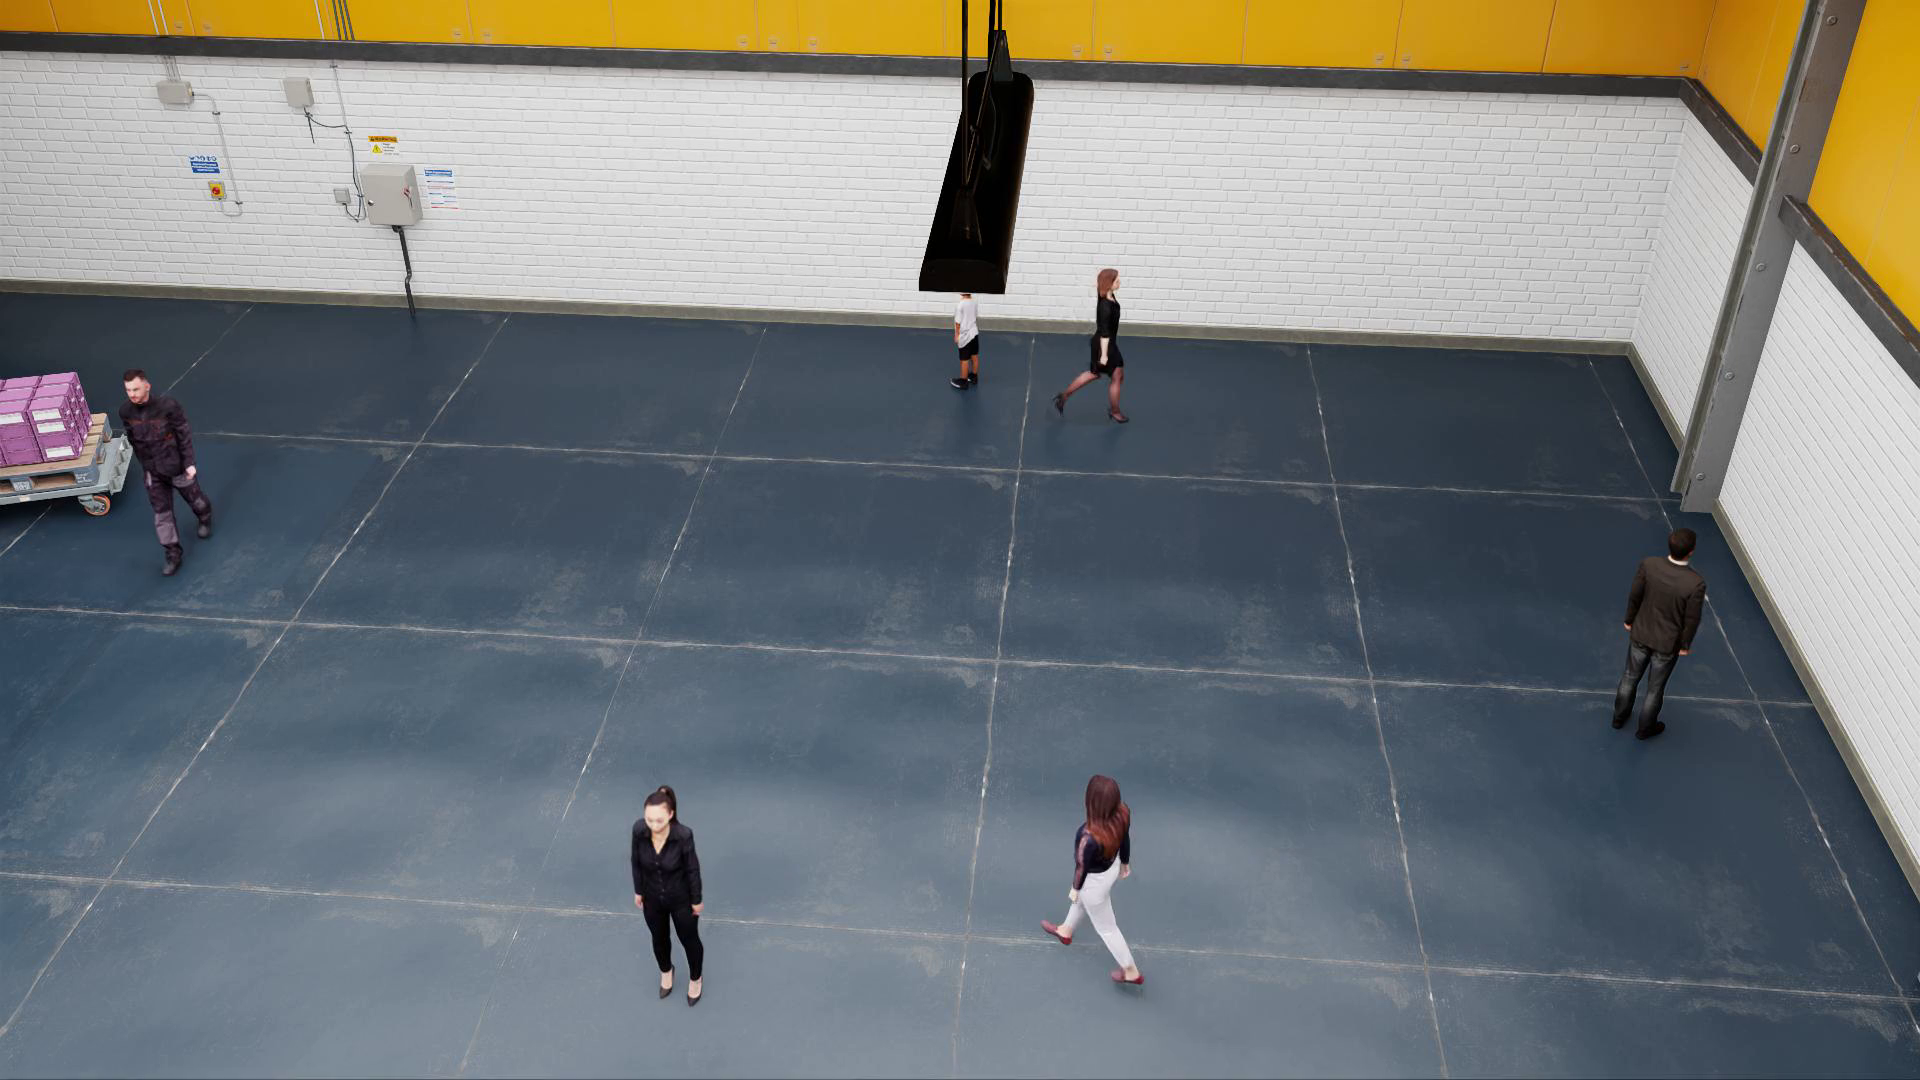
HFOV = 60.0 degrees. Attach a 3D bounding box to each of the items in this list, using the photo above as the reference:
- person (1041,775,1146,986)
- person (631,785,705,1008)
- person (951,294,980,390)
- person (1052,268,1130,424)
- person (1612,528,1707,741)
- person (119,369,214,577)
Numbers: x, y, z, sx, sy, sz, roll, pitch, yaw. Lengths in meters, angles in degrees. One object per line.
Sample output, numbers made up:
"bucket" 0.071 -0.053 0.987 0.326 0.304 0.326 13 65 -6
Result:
"person" 0.906 2.141 10.369 1.033 1.573 1.086 24 40 31
"person" -1.779 2.182 10.180 0.604 1.714 0.516 7 34 10
"person" 0.080 -2.159 17.124 0.625 1.257 0.551 24 40 31
"person" 1.333 -1.879 16.323 0.723 1.678 0.965 -1 34 -1
"person" 5.182 0.685 12.351 0.781 1.804 0.743 -28 43 -36
"person" -6.845 -0.707 14.438 0.859 1.812 1.247 -2 34 -4
